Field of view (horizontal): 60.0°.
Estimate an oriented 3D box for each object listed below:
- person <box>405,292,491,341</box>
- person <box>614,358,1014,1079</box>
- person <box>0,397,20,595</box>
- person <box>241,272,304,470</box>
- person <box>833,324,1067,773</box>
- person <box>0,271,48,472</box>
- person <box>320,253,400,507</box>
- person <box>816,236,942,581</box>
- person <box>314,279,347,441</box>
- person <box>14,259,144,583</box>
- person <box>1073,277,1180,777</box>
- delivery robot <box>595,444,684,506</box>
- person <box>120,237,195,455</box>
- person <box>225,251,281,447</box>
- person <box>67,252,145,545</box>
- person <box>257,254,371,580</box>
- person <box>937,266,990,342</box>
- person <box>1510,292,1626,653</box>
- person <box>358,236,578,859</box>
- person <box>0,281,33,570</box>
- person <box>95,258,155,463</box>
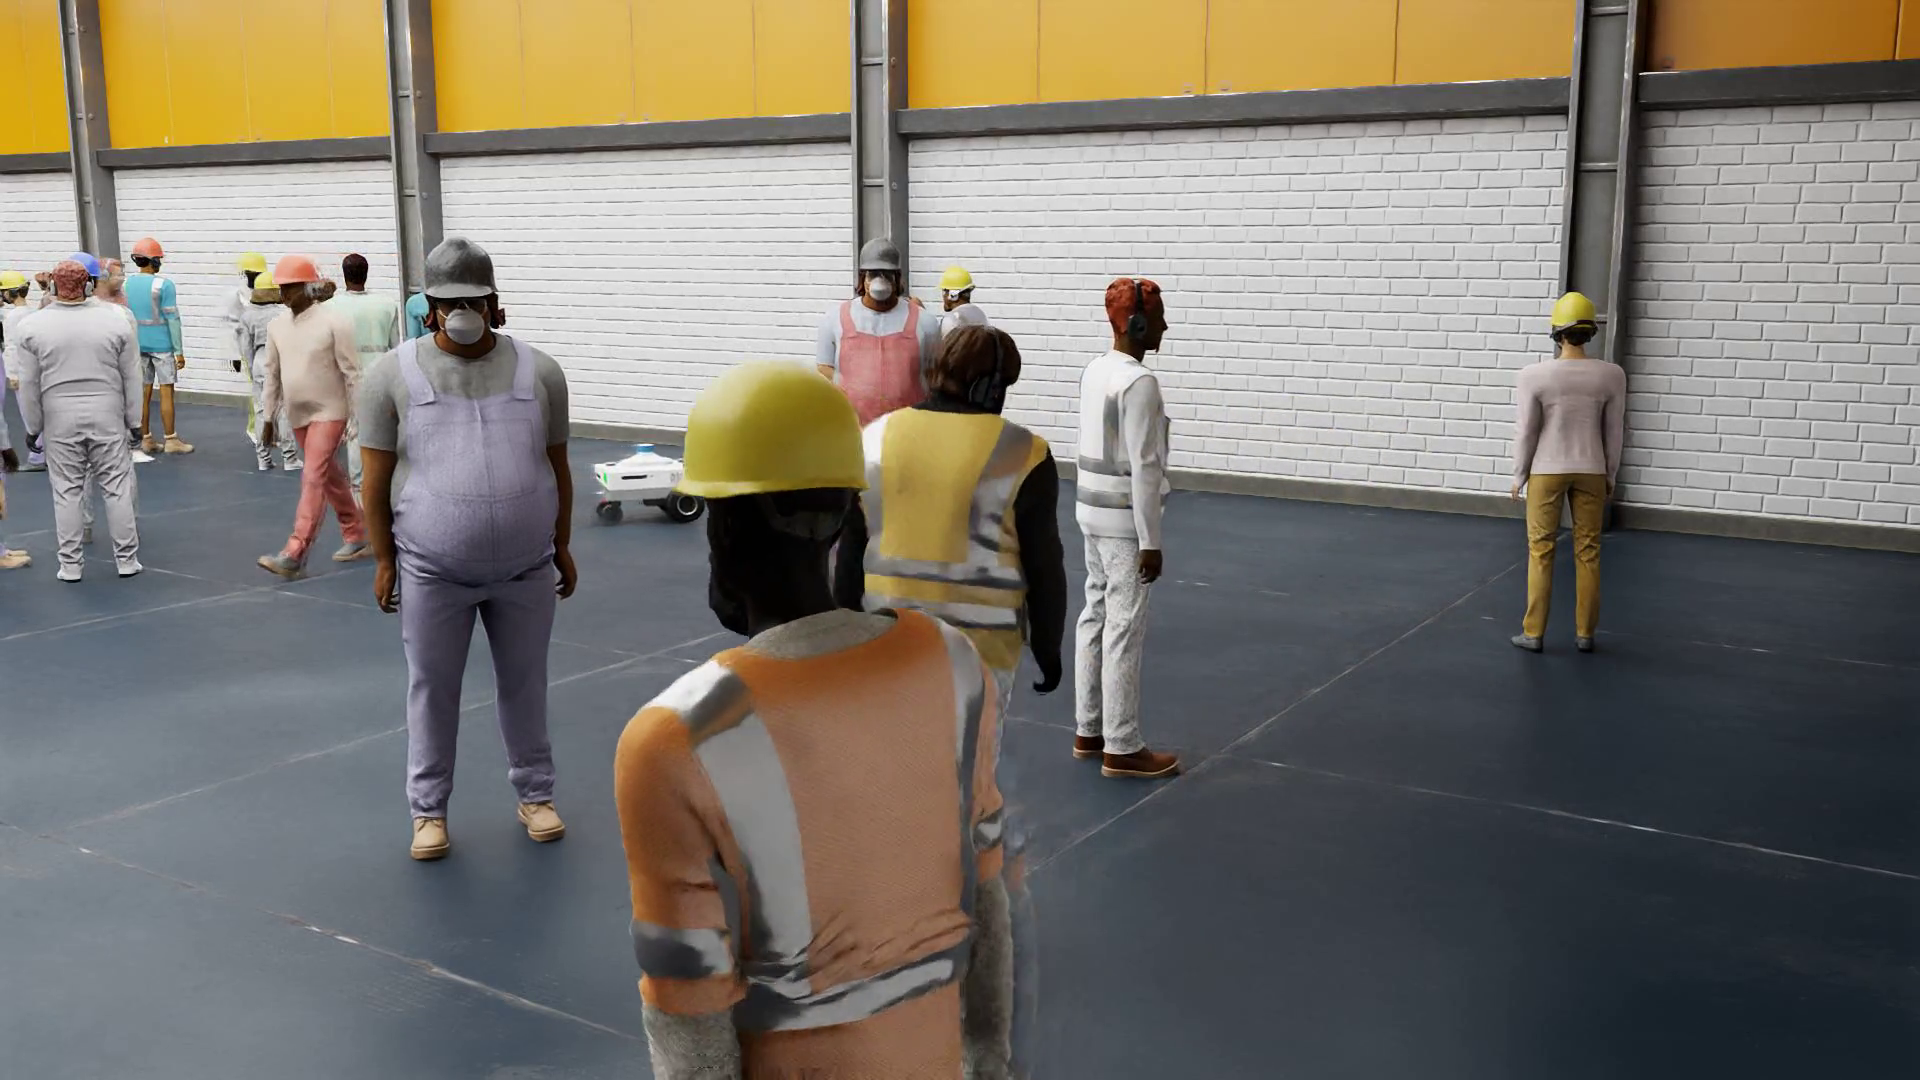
[{"bbox_3d":[-3.769,-1.189,12.350,0.622,1.990,0.396,-2,10,-9],"label":"person"},{"bbox_3d":[-0.100,0.723,2.069,0.884,1.891,0.591,10,14,43],"label":"person"},{"bbox_3d":[-5.549,-0.506,9.312,0.423,1.730,0.580,0,10,-1],"label":"person"},{"bbox_3d":[-6.056,-1.482,14.671,0.485,1.742,0.294,2,10,9],"label":"person"},{"bbox_3d":[-0.002,0.293,4.723,0.652,1.790,0.854,5,11,24],"label":"person"},{"bbox_3d":[-8.211,-1.475,14.596,0.346,1.757,0.529,-1,10,-5],"label":"person"},{"bbox_3d":[-4.526,-1.202,12.636,0.587,1.917,0.390,-7,12,-33],"label":"person"},{"bbox_3d":[-0.428,-0.594,8.921,0.684,2.000,0.537,-1,10,-6],"label":"person"},{"bbox_3d":[-6.327,-1.785,16.633,0.312,1.639,0.520,5,11,25],"label":"person"},{"bbox_3d":[-5.205,-0.701,9.885,0.651,1.907,0.409,-6,12,-30],"label":"person"},{"bbox_3d":[0.621,-0.046,6.324,0.352,1.881,0.576,-3,11,-17],"label":"person"},{"bbox_3d":[-2.257,-0.451,11.990,0.707,0.478,0.477,-4,11,-21],"label":"delivery robot"},{"bbox_3d":[-7.588,-1.819,15.691,0.615,2.046,0.376,2,11,13],"label":"person"},{"bbox_3d":[-6.808,-1.846,16.203,0.420,1.909,0.602,4,11,20],"label":"person"},{"bbox_3d":[-5.772,-0.936,11.098,0.608,1.941,0.416,-6,12,-30],"label":"person"},{"bbox_3d":[-3.974,-0.758,10.132,0.640,1.935,1.058,4,11,21],"label":"person"},{"bbox_3d":[0.000,-1.158,12.652,0.403,1.825,0.590,5,12,28],"label":"person"},{"bbox_3d":[2.962,-0.318,8.145,0.525,1.772,0.306,0,10,2],"label":"person"},{"bbox_3d":[-1.586,0.028,5.476,0.689,2.000,0.538,-5,11,-25],"label":"person"},{"bbox_3d":[-5.971,-0.719,10.206,0.360,1.834,0.518,-8,13,-37],"label":"person"},{"bbox_3d":[-7.822,-1.628,15.144,0.846,1.867,0.648,1,10,3],"label":"person"}]
